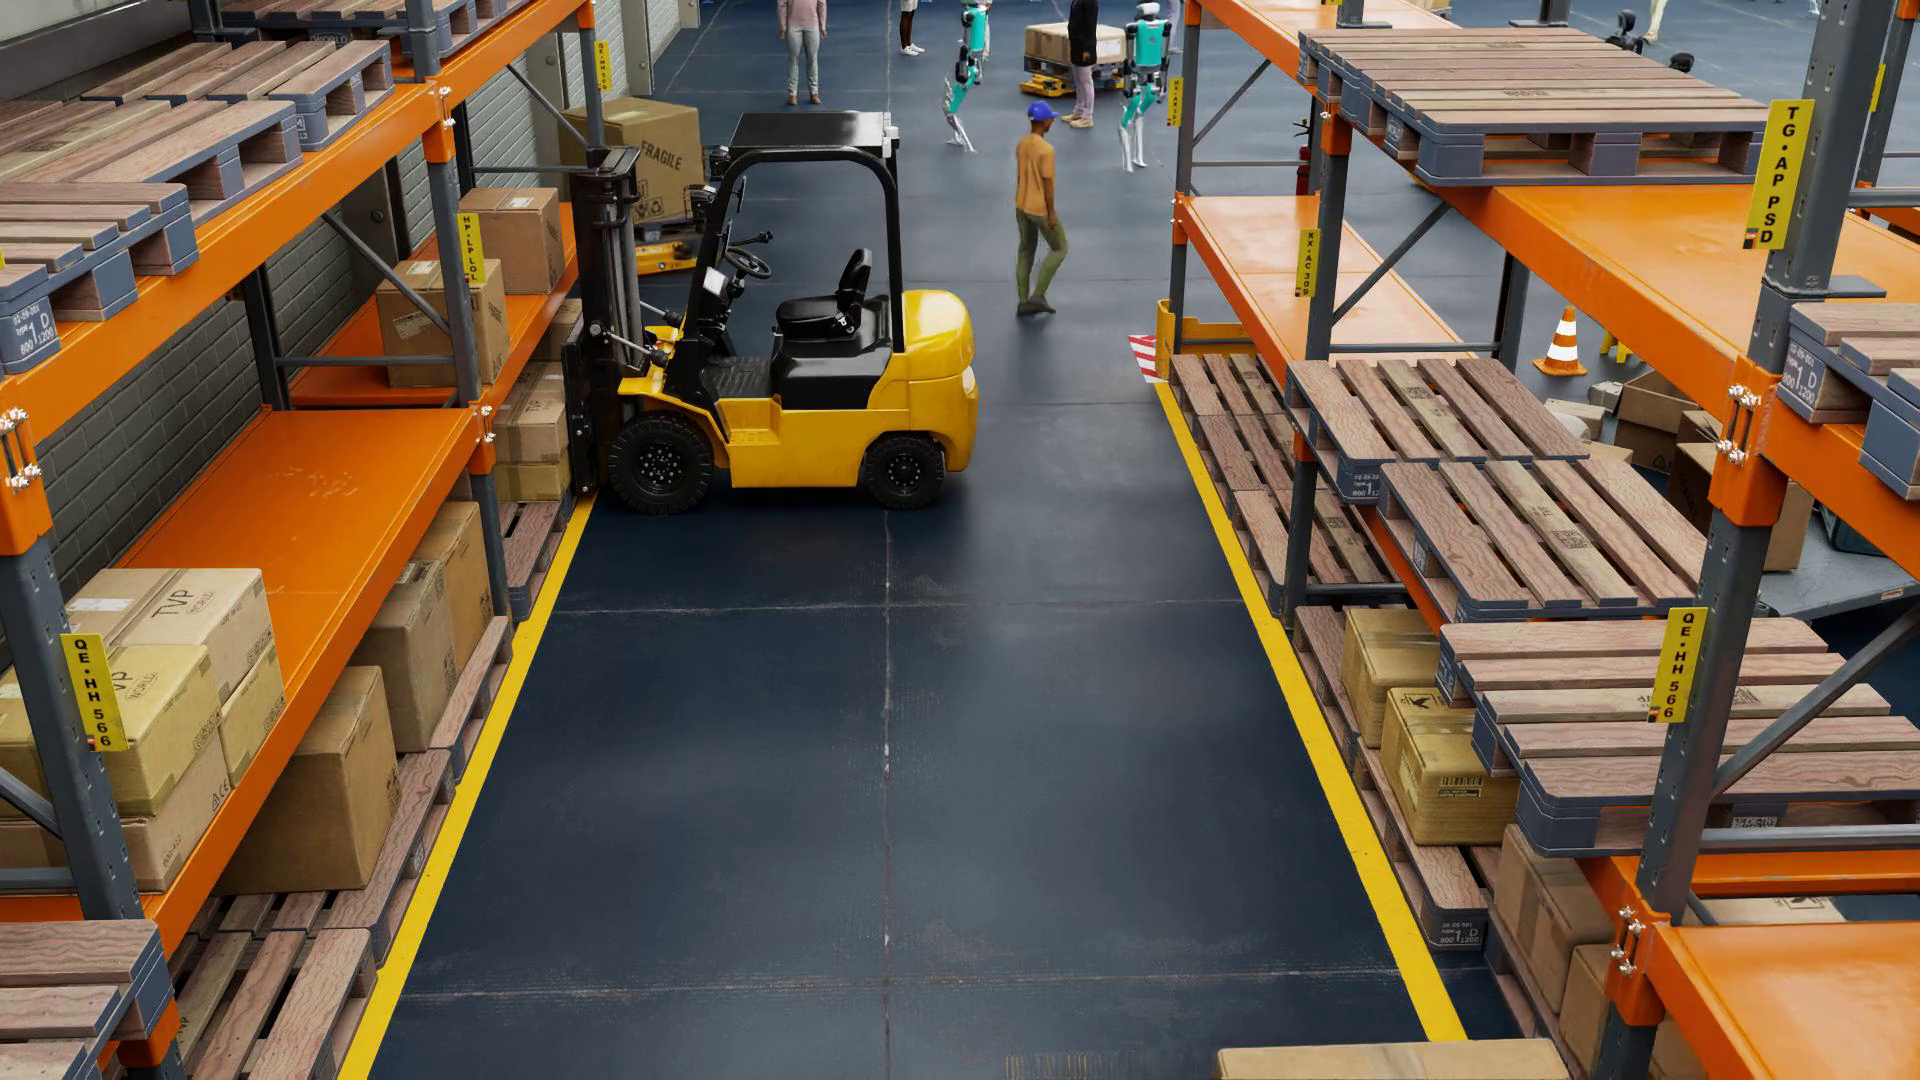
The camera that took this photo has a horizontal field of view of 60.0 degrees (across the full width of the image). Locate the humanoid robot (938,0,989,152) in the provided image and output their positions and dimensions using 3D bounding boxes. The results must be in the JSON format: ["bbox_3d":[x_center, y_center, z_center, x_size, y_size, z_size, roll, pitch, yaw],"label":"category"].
[{"bbox_3d":[-0.055,-5.270,18.770,0.760,1.799,0.560,11,27,22],"label":"humanoid robot"}]

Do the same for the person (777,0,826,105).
[{"bbox_3d":[-2.006,-6.551,21.230,0.627,1.934,0.371,-5,26,-10],"label":"person"}]

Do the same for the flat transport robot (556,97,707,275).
[{"bbox_3d":[-2.891,-2.668,14.954,0.659,0.231,1.431,-12,28,-23],"label":"flat transport robot"}]

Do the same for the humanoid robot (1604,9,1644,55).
[{"bbox_3d":[7.074,-4.875,17.973,0.588,1.650,0.331,-7,26,-15],"label":"humanoid robot"}]

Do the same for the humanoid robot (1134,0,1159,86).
[{"bbox_3d":[2.505,-7.002,22.493,0.339,1.649,0.599,11,28,23],"label":"humanoid robot"}]

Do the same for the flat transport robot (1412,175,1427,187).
[{"bbox_3d":[5.528,-3.788,17.325,1.431,0.231,0.659,-4,26,-8],"label":"flat transport robot"}]

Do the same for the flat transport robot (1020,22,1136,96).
[{"bbox_3d":[1.571,-6.174,22.378,1.431,0.231,0.659,-16,30,-30],"label":"flat transport robot"}]

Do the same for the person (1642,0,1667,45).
[{"bbox_3d":[10.834,-8.640,25.771,0.552,1.833,1.013,18,31,34],"label":"person"}]

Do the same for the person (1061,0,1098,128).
[{"bbox_3d":[1.468,-5.915,19.970,0.402,1.854,0.547,-6,26,-12],"label":"person"}]

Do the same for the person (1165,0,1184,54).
[{"bbox_3d":[3.186,-8.205,24.867,0.401,1.828,0.564,-2,25,-4],"label":"person"}]

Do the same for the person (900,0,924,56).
[{"bbox_3d":[-0.755,-8.233,24.829,0.377,1.901,0.540,6,26,13],"label":"person"}]

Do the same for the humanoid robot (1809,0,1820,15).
[{"bbox_3d":[14.672,-9.632,27.952,0.547,1.725,0.980,-8,26,-16],"label":"humanoid robot"}]

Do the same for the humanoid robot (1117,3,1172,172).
[{"bbox_3d":[1.901,-4.878,17.905,0.543,1.797,0.676,-10,27,-19],"label":"humanoid robot"}]

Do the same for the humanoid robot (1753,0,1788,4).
[{"bbox_3d":[14.731,-10.531,30.020,0.615,1.624,0.786,-22,33,-38],"label":"humanoid robot"}]

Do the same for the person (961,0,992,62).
[{"bbox_3d":[0.240,-7.901,24.294,0.562,1.752,0.325,21,32,37],"label":"person"}]

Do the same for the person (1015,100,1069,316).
[{"bbox_3d":[0.626,-2.597,13.113,0.417,1.697,0.491,-17,30,-32],"label":"person"}]

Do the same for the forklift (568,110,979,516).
[{"bbox_3d":[-1.043,-1.379,9.976,2.313,2.155,1.214,-1,25,-2],"label":"forklift"}]

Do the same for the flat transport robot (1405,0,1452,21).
[{"bbox_3d":[7.149,-8.295,26.870,0.659,0.231,1.431,23,34,40],"label":"flat transport robot"}]

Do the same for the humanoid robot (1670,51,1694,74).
[{"bbox_3d":[6.603,-3.720,15.526,0.353,1.656,0.589,-10,27,-20],"label":"humanoid robot"}]

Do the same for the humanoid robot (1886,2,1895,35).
[{"bbox_3d":[14.775,-8.787,26.268,0.519,1.641,0.612,14,29,28],"label":"humanoid robot"}]
